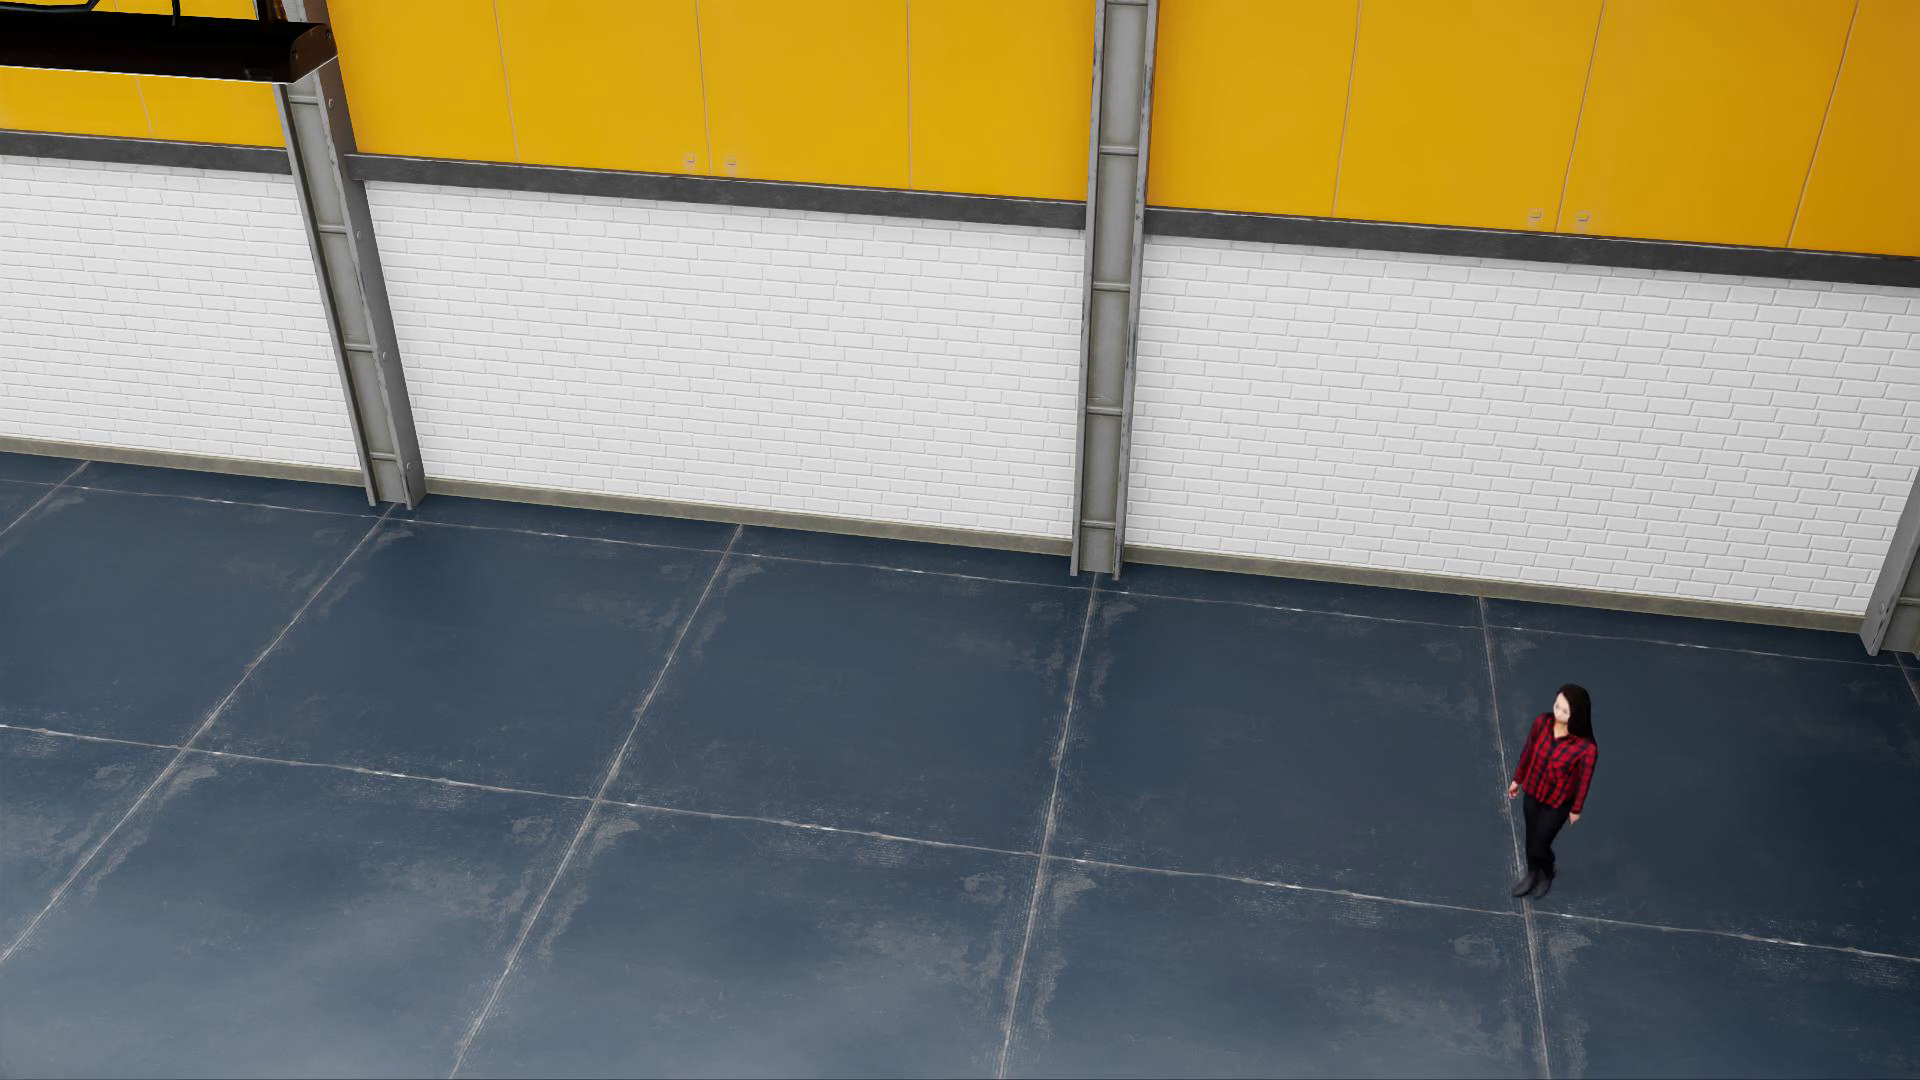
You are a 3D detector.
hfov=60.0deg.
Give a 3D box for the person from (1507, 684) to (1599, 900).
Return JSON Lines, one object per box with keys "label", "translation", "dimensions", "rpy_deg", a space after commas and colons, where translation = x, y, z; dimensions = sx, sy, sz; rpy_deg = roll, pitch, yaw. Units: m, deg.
{"label": "person", "translation": [3.593, 1.489, 9.973], "dimensions": [0.737, 1.646, 0.688], "rpy_deg": [-18, 38, -25]}
